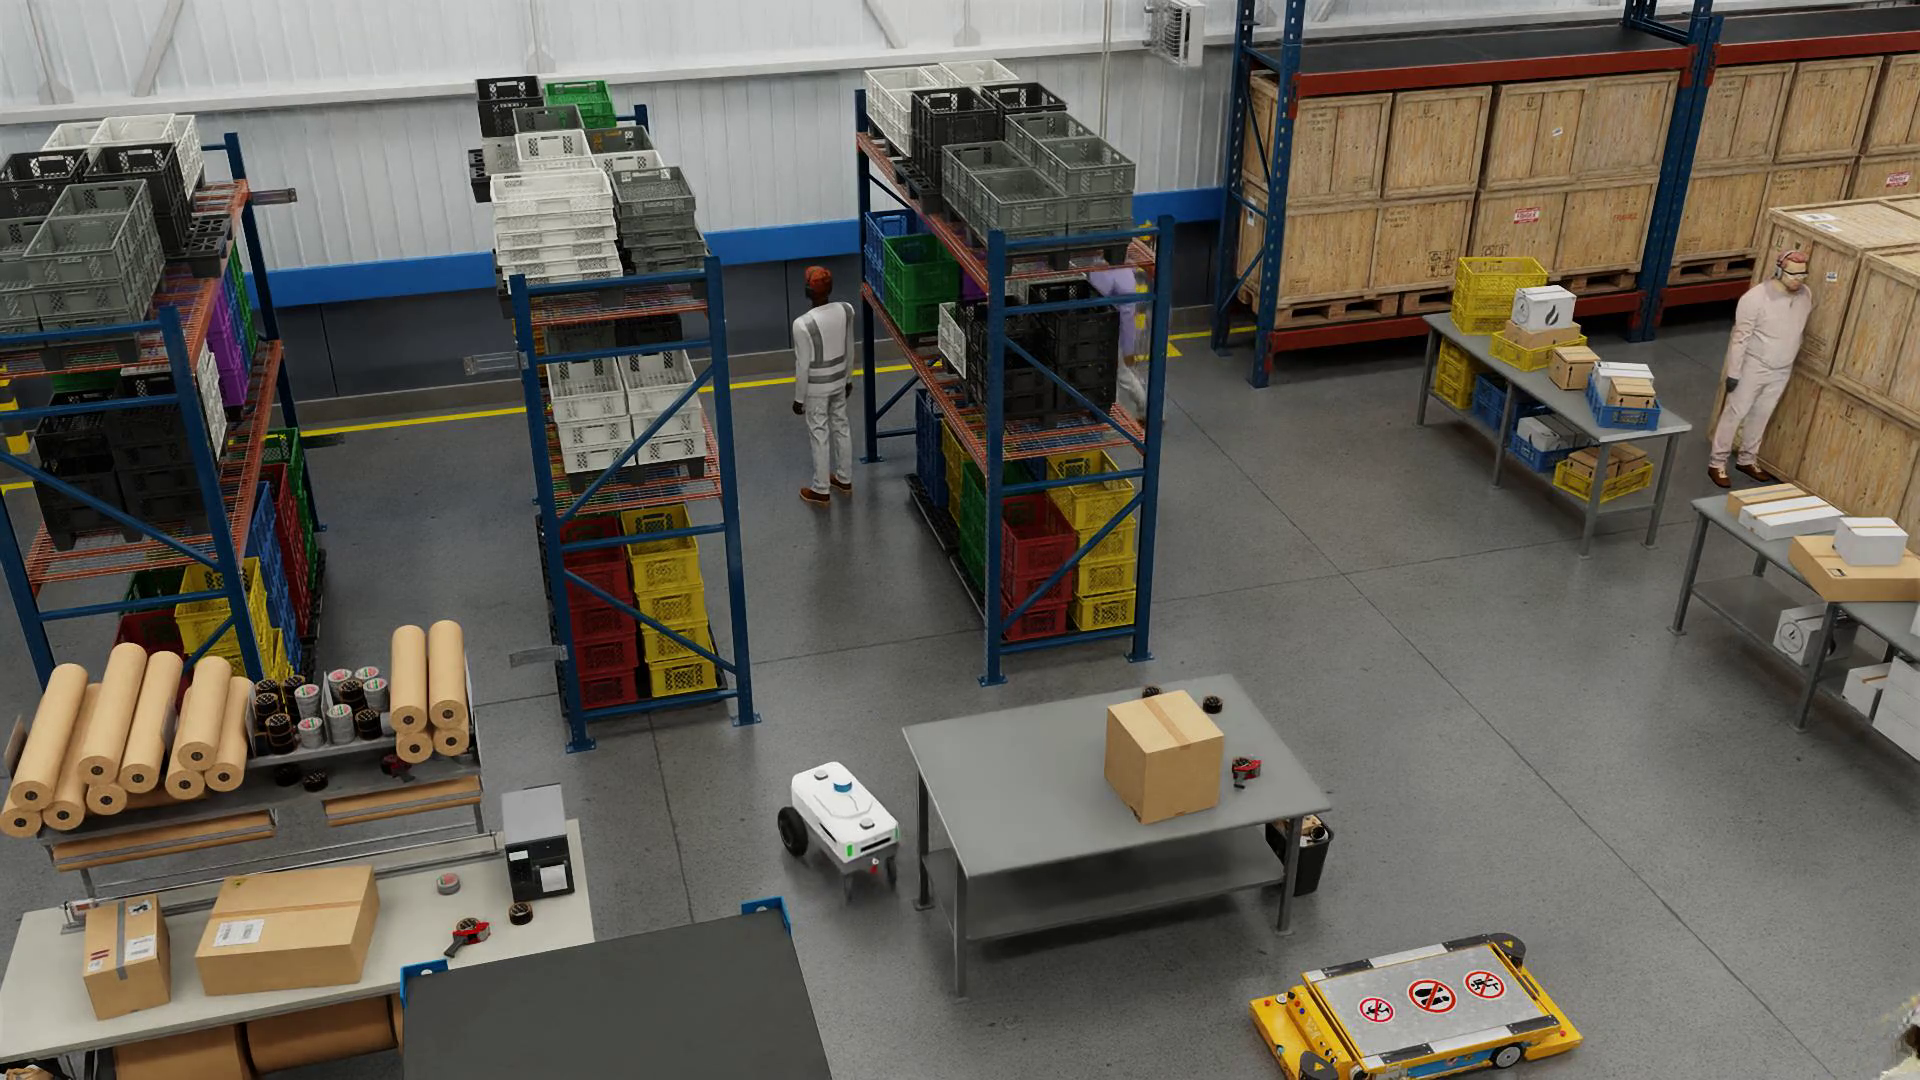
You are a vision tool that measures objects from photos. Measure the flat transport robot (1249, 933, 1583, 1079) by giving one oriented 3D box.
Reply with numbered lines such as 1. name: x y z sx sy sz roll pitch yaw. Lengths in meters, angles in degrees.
1. flat transport robot: 2.184 2.282 7.980 1.431 0.197 0.652 -8 30 -14

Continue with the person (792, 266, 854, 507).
1. person: -1.033 -1.167 12.594 0.347 1.882 0.584 24 37 36

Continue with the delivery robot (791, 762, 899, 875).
1. delivery robot: -0.627 1.493 9.022 0.477 0.478 0.707 -17 34 -28

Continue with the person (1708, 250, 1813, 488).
1. person: 6.229 -1.323 12.854 0.648 1.907 0.401 -8 30 -14

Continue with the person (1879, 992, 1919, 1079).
1. person: 3.444 2.416 6.188 0.717 1.788 0.408 -20 35 -32
